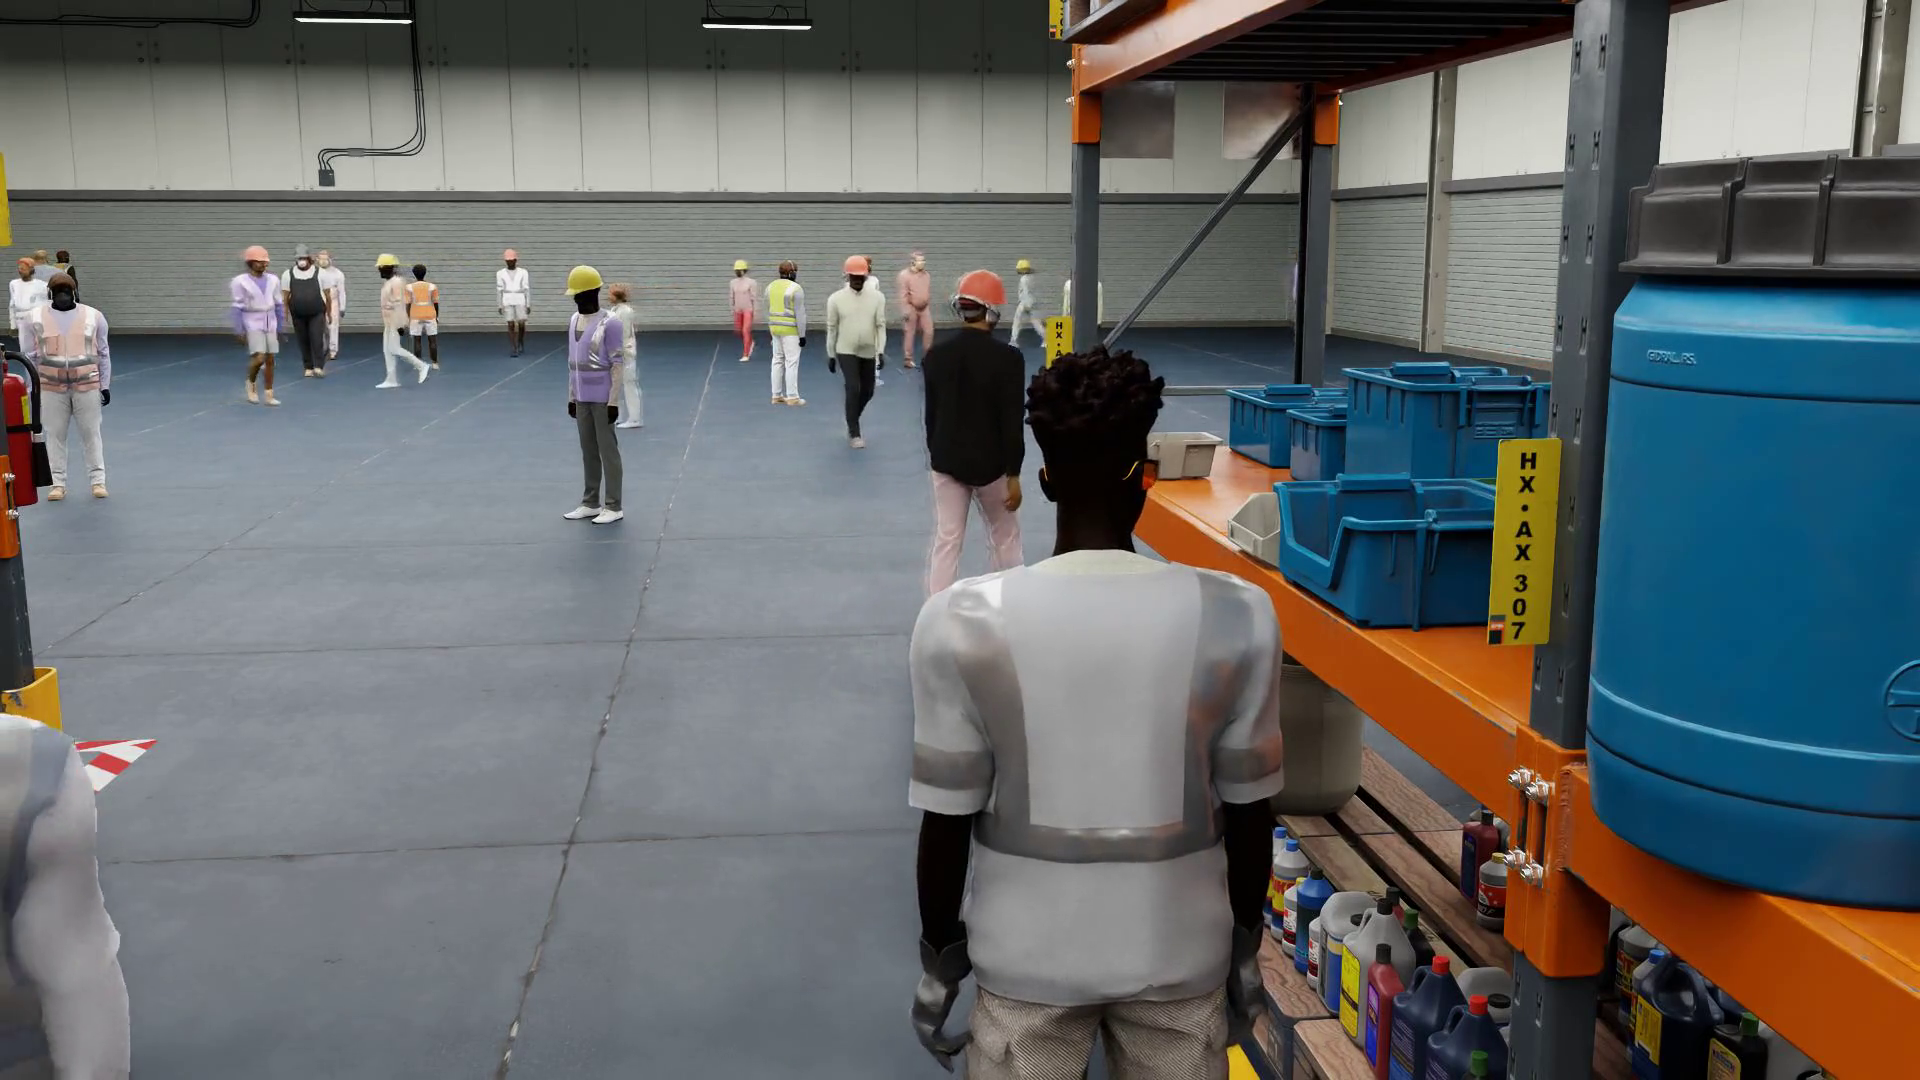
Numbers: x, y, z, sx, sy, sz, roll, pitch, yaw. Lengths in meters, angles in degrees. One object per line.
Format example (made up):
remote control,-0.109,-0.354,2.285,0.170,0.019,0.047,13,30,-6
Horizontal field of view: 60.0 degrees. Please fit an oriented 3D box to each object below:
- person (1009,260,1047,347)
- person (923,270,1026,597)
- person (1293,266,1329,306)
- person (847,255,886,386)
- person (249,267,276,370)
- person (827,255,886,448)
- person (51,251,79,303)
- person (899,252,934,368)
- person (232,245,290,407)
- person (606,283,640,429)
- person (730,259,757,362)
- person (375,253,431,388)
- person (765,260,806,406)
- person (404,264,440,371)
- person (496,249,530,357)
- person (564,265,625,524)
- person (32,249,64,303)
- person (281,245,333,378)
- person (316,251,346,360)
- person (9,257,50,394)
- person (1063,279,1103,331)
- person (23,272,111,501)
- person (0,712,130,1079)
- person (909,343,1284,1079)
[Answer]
person,1.320,-4.547,32.034,0.891,1.702,0.482,4,11,20
person,0.139,-0.395,8.562,0.652,1.951,0.962,6,12,31
person,6.873,-4.725,32.408,0.666,1.917,0.714,6,12,28
person,-1.297,-3.093,23.600,0.617,1.863,0.634,-9,14,-42
person,-11.240,-3.670,26.826,0.372,1.843,0.570,-3,11,-14
person,-1.088,-1.951,17.103,0.591,1.958,0.853,-4,11,-20
person,-18.608,-5.094,34.643,0.620,1.845,0.429,3,11,16
person,-0.678,-3.703,26.921,0.654,1.886,0.646,-8,13,-38
person,-8.752,-2.671,20.872,0.417,2.029,0.617,7,13,35
person,-3.841,-2.034,18.451,0.588,1.615,0.546,-5,12,-27
person,-3.689,-3.958,28.684,0.533,1.753,0.581,5,11,25
person,-7.949,-3.098,23.535,0.658,1.905,0.592,-6,12,-30
person,-2.191,-2.624,21.139,0.631,1.837,0.429,9,14,40
person,-8.553,-3.533,26.483,0.535,1.699,0.318,-4,11,-21
person,-7.937,-4.204,29.545,0.564,1.917,0.410,-2,11,-12
person,-2.744,-1.081,12.428,0.586,1.921,0.379,9,14,40
person,-14.704,-3.706,26.777,0.628,1.937,0.377,-8,13,-36
person,-9.887,-3.453,25.101,0.710,2.000,0.950,-2,11,-11
person,-10.977,-4.049,28.787,0.670,1.887,0.452,-2,11,-10
person,-12.689,-2.945,22.823,0.586,1.860,0.740,3,11,14
person,1.880,-3.391,25.381,0.610,1.813,0.593,1,10,4
person,-7.254,-1.247,13.556,0.627,1.844,0.429,-5,11,-26
person,-1.472,0.811,2.354,0.594,1.818,0.422,-2,11,-13
person,0.219,0.666,2.738,0.607,1.962,0.373,0,10,-2
